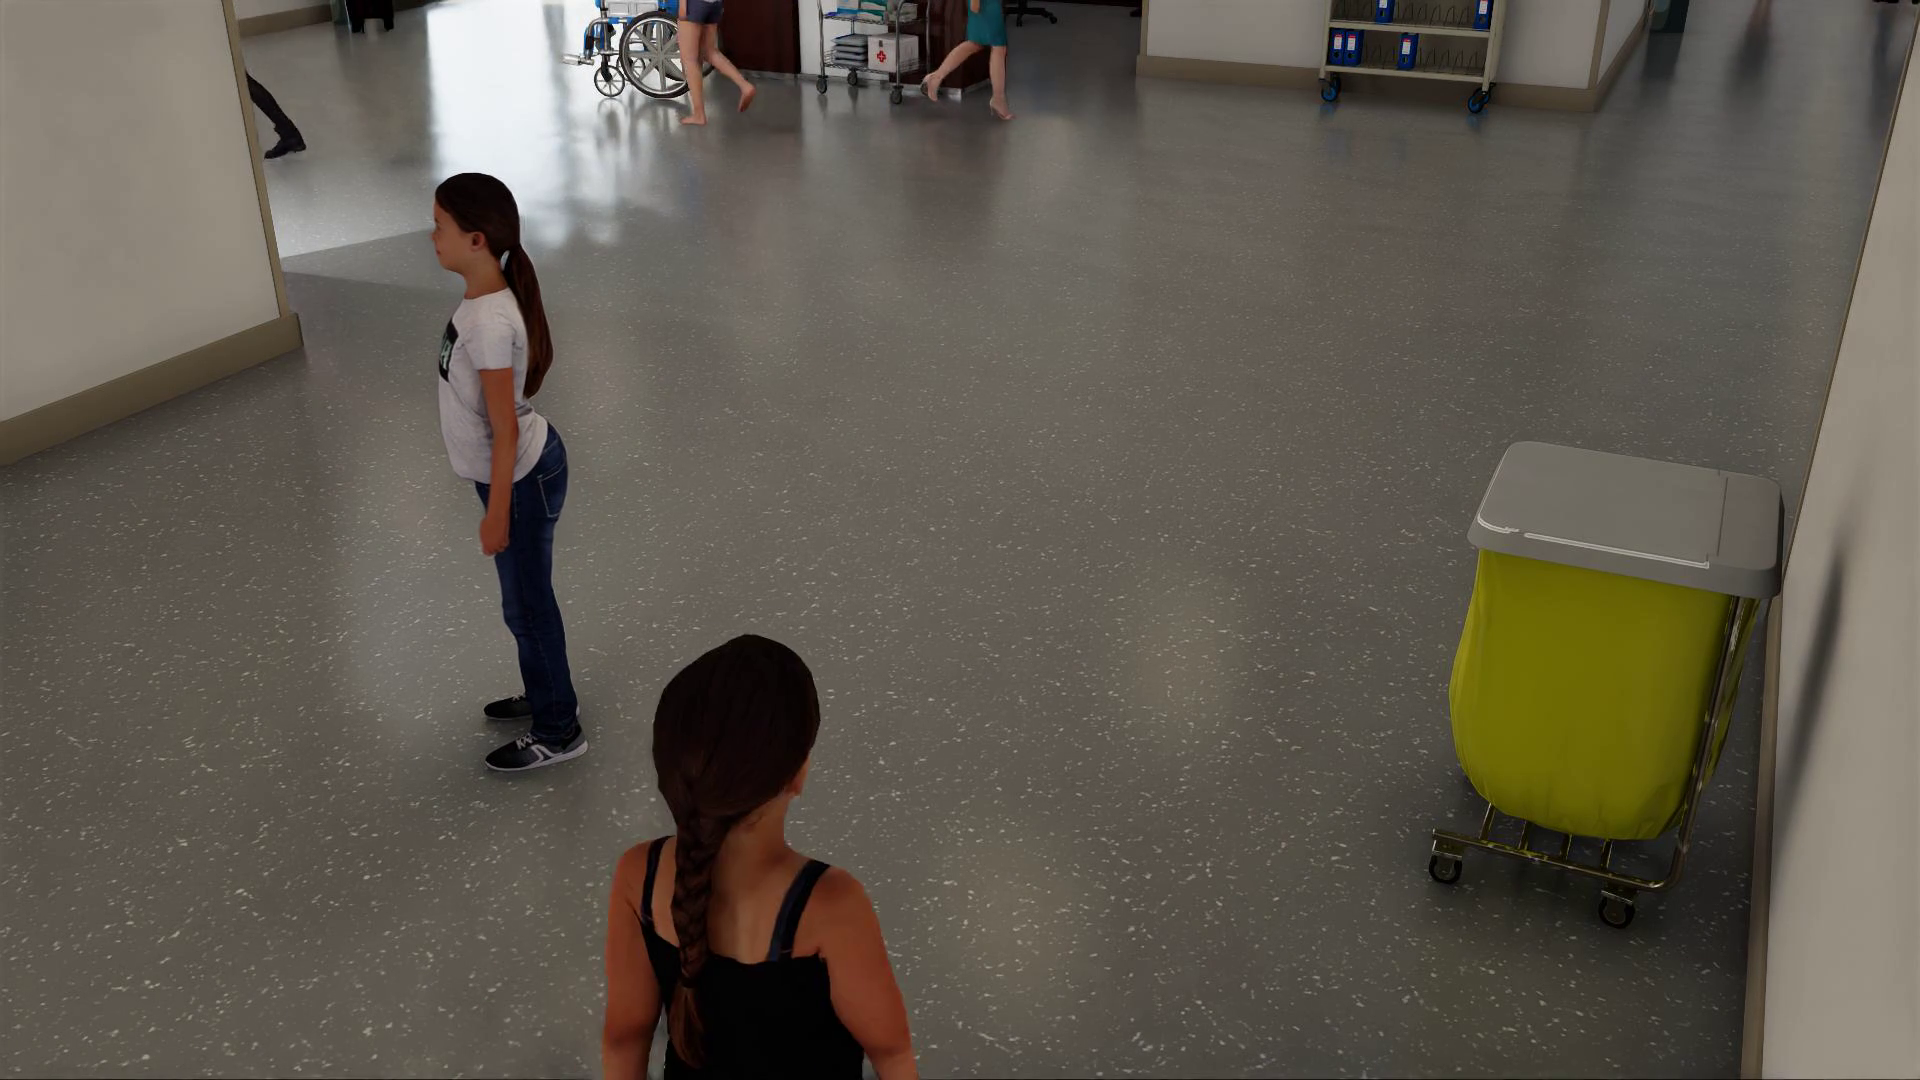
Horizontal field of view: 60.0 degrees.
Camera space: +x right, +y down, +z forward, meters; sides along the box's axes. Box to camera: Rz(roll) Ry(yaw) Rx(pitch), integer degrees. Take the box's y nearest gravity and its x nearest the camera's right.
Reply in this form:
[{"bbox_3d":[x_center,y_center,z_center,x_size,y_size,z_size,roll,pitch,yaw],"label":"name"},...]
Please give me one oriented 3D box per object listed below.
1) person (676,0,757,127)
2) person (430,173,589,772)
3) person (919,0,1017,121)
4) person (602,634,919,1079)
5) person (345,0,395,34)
[{"bbox_3d":[-1.716,-3.688,11.389,0.777,1.693,0.593,11,28,21],"label":"person"},{"bbox_3d":[-1.144,-0.165,4.234,0.675,1.563,0.625,-7,27,-13],"label":"person"},{"bbox_3d":[0.077,-3.786,11.626,1.002,1.665,0.744,3,26,6],"label":"person"},{"bbox_3d":[-0.278,0.884,2.113,0.977,1.515,0.651,9,27,18],"label":"person"},{"bbox_3d":[-5.497,-5.562,15.202,0.768,1.758,0.788,-15,29,-28],"label":"person"}]
